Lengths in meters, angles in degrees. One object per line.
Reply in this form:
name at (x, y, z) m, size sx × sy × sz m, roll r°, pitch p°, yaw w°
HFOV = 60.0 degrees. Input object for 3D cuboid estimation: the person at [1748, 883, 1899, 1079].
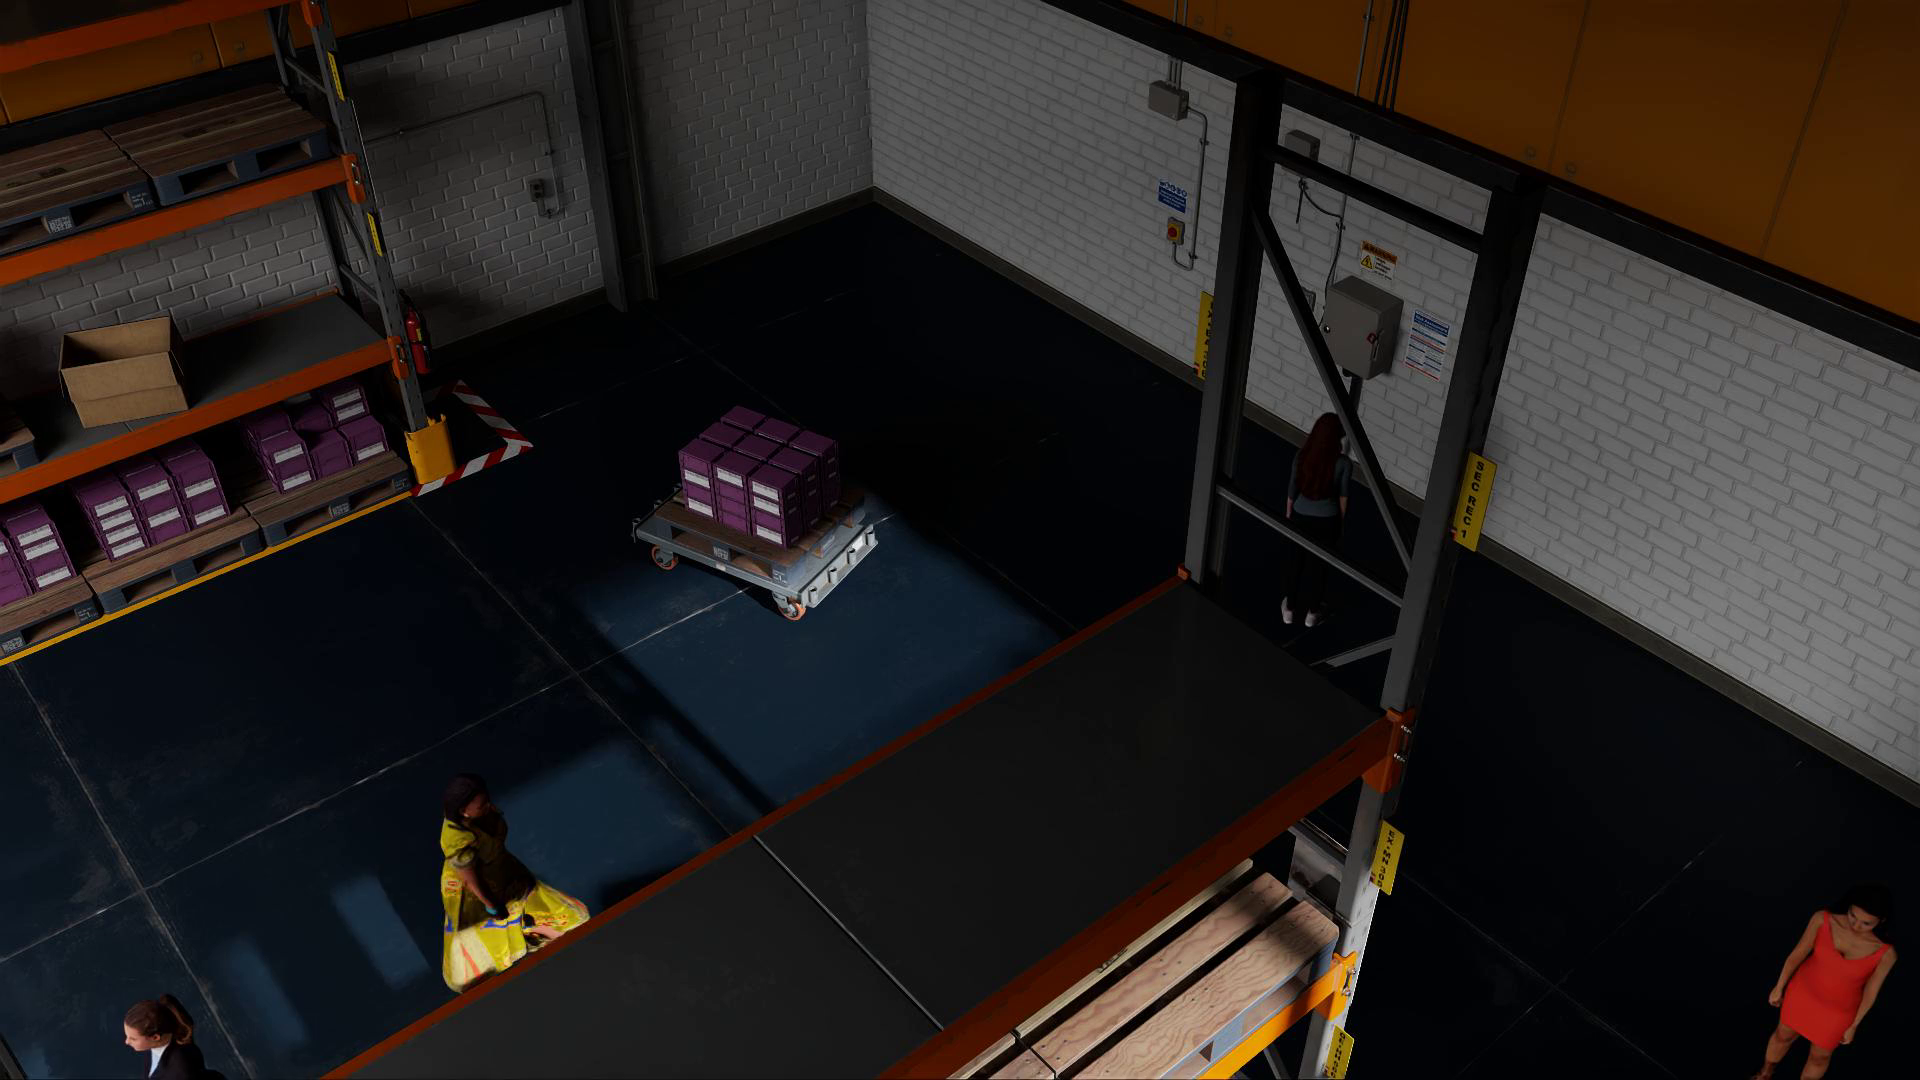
person at (4.421, 2.342, 8.516) m, size 0.609 × 1.720 × 0.578 m, roll 29°, pitch 47°, yaw 32°

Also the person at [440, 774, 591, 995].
person at (-2.721, 1.891, 9.156) m, size 1.274 × 1.626 × 1.176 m, roll -2°, pitch 39°, yaw -2°

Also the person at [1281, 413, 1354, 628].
person at (2.470, -0.129, 11.593) m, size 0.668 × 1.742 × 0.678 m, roll 13°, pitch 40°, yaw 15°

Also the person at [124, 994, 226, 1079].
person at (-3.580, 2.733, 8.060) m, size 1.212 × 1.679 × 0.620 m, roll -31°, pitch 48°, yaw -33°
